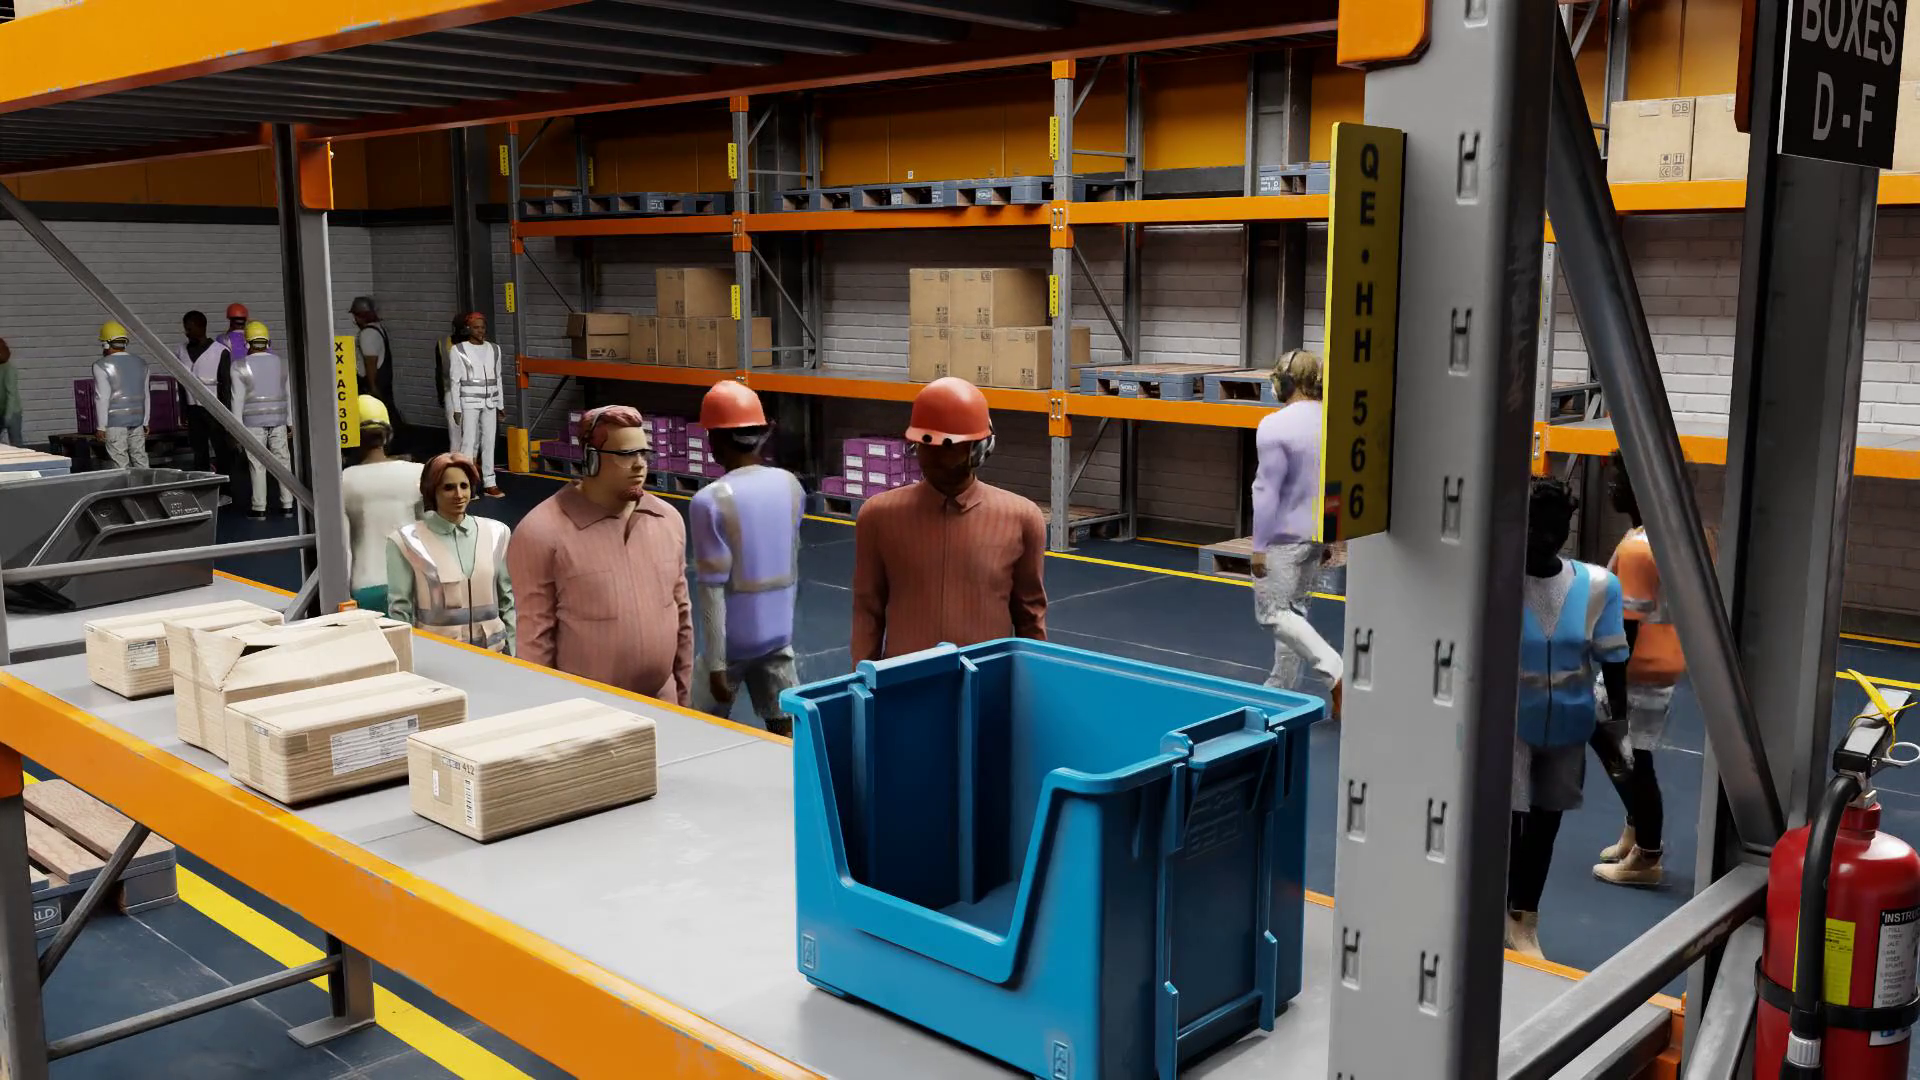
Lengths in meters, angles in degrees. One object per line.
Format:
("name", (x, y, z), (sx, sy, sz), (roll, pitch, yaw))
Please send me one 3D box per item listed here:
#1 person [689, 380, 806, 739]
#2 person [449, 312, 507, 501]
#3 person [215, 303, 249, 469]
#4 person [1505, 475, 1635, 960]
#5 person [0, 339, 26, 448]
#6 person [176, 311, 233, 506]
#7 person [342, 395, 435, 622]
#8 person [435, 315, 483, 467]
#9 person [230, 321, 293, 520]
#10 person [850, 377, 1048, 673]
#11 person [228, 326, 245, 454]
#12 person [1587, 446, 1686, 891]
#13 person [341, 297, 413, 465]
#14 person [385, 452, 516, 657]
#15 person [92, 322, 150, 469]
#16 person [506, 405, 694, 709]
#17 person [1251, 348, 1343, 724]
("person", (-0.755, 0.358, 6.250), (0.542, 1.915, 0.870), (-9, 13, -44))
("person", (-4.838, -1.343, 16.727), (0.340, 1.882, 0.586), (8, 13, 42))
("person", (-8.394, -1.792, 19.374), (0.582, 1.913, 0.754), (-7, 12, -37))
("person", (1.838, 0.633, 5.263), (0.552, 1.673, 0.674), (0, 9, 0))
("person", (-10.060, -1.324, 17.454), (0.528, 1.600, 0.606), (4, 10, 24))
("person", (-7.368, -1.282, 16.272), (0.590, 1.911, 0.395), (2, 10, 15))
("person", (-2.654, 0.199, 7.708), (0.527, 1.742, 0.725), (-5, 11, -30))
("person", (-5.694, -1.684, 19.121), (0.639, 1.786, 0.975), (-3, 10, -15))
("person", (-6.446, -1.098, 15.374), (0.588, 1.835, 0.403), (-9, 13, -44))
("person", (-0.032, 0.490, 5.162), (0.613, 1.991, 0.392), (0, 9, 0))
("person", (-9.041, -1.901, 20.915), (0.497, 1.633, 0.284), (-7, 12, -39))
("person", (2.499, 0.471, 6.186), (0.391, 1.681, 0.559), (5, 11, 30))
("person", (-7.036, -1.907, 19.706), (1.027, 2.000, 0.692), (0, 9, 0))
("person", (-1.900, 0.483, 6.276), (0.514, 1.641, 0.309), (-9, 13, -43))
("person", (-7.759, -1.098, 15.379), (0.403, 1.830, 0.601), (3, 10, 20))
("person", (-1.081, 0.526, 5.241), (0.642, 1.902, 0.400), (-9, 13, -44))
("person", (1.737, -0.001, 8.386), (0.639, 1.924, 0.717), (-9, 13, -44))
